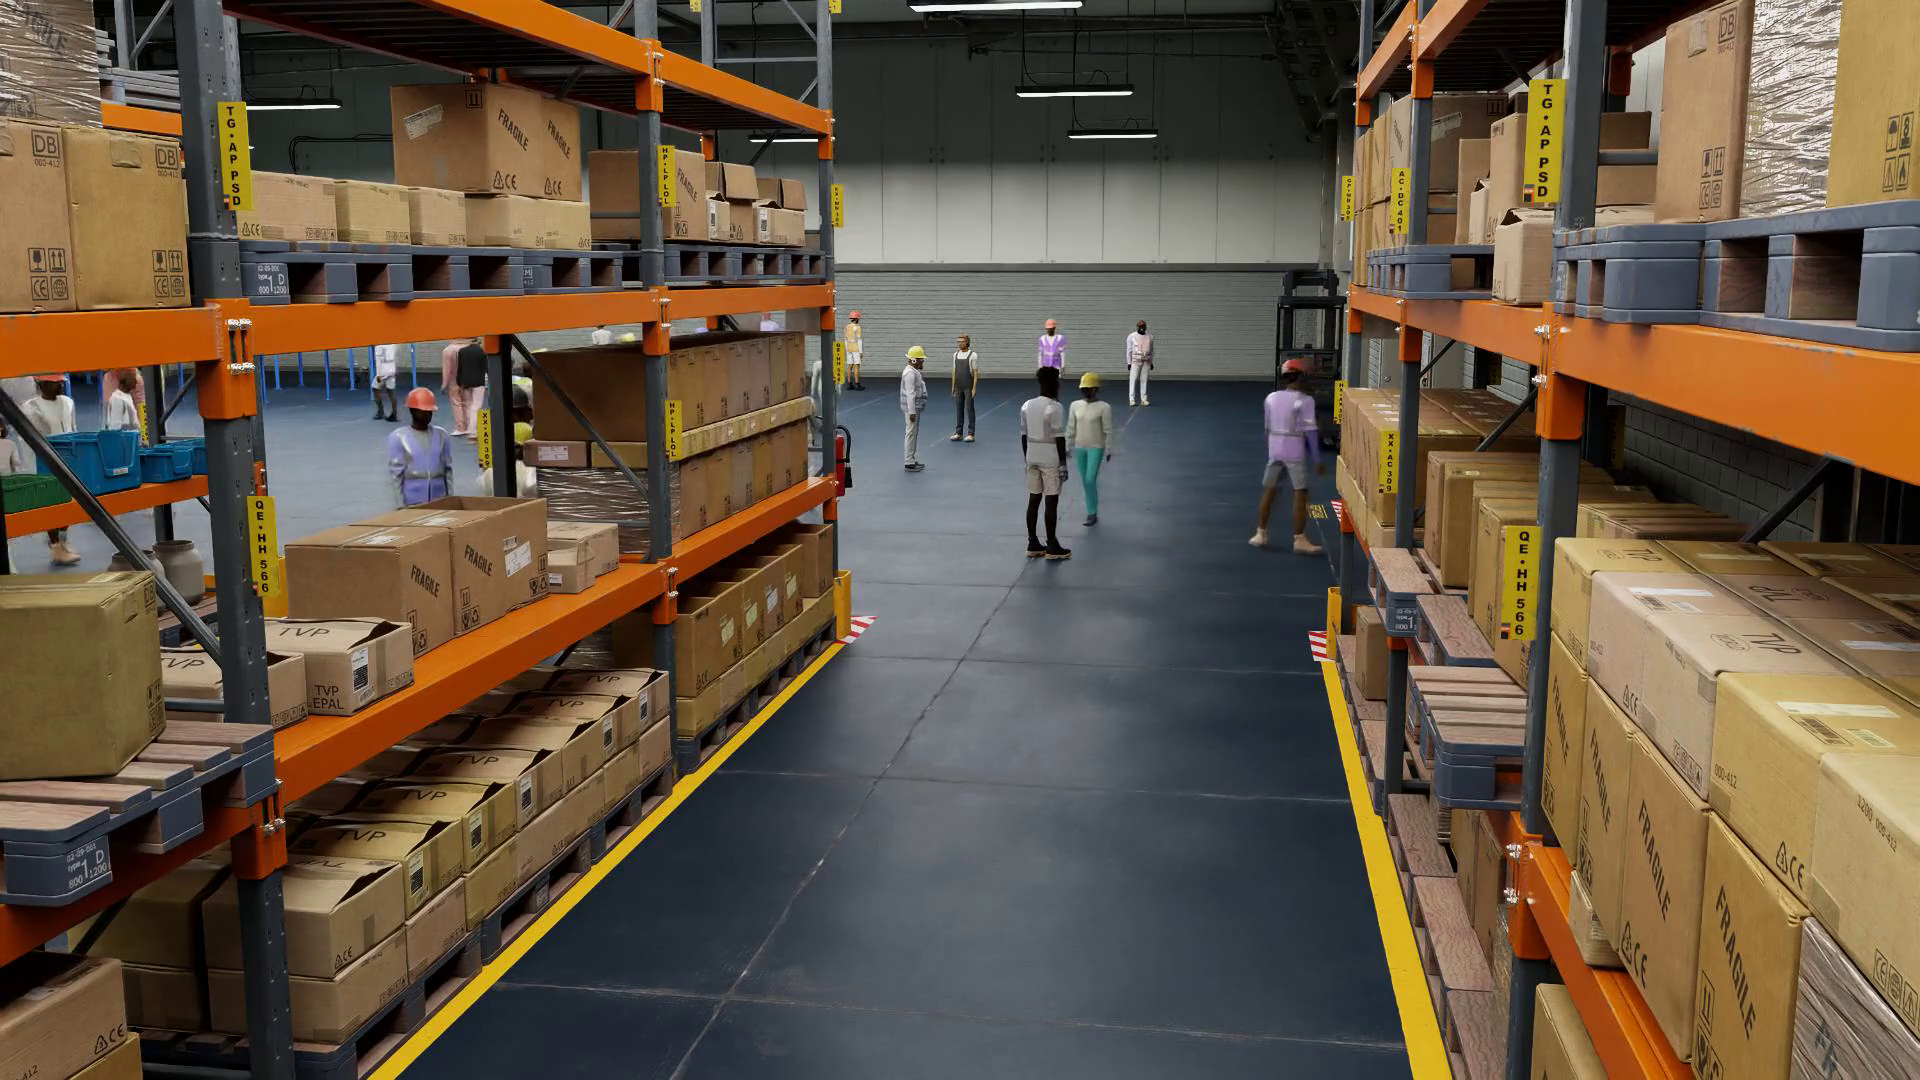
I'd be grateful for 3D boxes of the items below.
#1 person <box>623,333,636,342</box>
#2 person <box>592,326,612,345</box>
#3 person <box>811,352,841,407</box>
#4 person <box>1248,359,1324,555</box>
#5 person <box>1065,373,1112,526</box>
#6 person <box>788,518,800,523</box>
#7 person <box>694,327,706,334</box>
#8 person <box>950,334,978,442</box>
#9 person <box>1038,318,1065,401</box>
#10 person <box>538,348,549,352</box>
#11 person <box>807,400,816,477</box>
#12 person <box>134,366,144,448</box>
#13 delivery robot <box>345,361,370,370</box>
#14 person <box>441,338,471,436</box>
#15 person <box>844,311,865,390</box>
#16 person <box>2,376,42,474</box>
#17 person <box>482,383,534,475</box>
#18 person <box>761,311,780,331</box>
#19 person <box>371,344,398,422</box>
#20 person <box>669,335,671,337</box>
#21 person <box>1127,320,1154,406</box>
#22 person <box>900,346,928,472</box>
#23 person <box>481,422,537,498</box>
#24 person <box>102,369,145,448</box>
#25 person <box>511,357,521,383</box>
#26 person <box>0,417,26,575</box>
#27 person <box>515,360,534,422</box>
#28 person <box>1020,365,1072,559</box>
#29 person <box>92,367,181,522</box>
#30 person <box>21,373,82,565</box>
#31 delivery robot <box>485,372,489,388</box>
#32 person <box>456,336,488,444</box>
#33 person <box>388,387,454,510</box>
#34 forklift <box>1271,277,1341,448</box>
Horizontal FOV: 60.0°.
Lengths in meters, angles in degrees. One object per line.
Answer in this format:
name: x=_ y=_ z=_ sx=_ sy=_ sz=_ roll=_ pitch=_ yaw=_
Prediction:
person: x=-6.155 y=-2.992 z=31.130 sx=0.408 sy=1.748 sz=0.550 roll=-7 pitch=12 yaw=-37
person: x=-8.146 y=-4.131 z=37.820 sx=0.514 sy=1.872 sz=0.328 roll=-9 pitch=13 yaw=-43
person: x=-2.382 y=-2.659 z=29.611 sx=0.512 sy=1.589 sz=0.841 roll=-4 pitch=10 yaw=-23
person: x=3.462 y=-0.870 z=17.344 sx=0.437 sy=2.005 sz=0.902 roll=-8 pitch=12 yaw=-42
person: x=1.438 y=-1.035 z=19.125 sx=0.533 sy=1.745 sz=0.676 roll=7 pitch=11 yaw=36
person: x=-2.116 y=-0.921 z=17.835 sx=1.042 sy=1.946 sz=0.616 roll=-5 pitch=10 yaw=-28
person: x=-4.642 y=-2.925 z=30.331 sx=0.964 sy=1.908 sz=0.615 roll=-8 pitch=12 yaw=-42
person: x=0.070 y=-2.619 z=28.573 sx=0.512 sy=1.845 sz=0.340 roll=6 pitch=11 yaw=34
person: x=1.919 y=-3.694 z=34.964 sx=0.576 sy=1.920 sz=0.407 roll=1 pitch=9 yaw=8
person: x=-6.439 y=-2.083 z=25.588 sx=0.742 sy=1.746 sz=0.533 roll=6 pitch=11 yaw=31
person: x=-2.044 y=-1.224 z=20.742 sx=0.547 sy=1.591 sz=0.864 roll=-5 pitch=10 yaw=-28
person: x=-13.372 y=-2.415 z=27.366 sx=0.441 sy=1.830 sz=0.623 roll=-1 pitch=9 yaw=-9
delivery robot: x=-15.853 y=-4.586 z=43.714 sx=0.698 sy=0.223 sz=0.335 roll=4 pitch=10 yaw=25
person: x=-8.929 y=-2.810 z=29.575 sx=0.406 sy=1.907 sz=0.651 roll=6 pitch=11 yaw=34
person: x=-2.585 y=-4.655 z=40.840 sx=0.543 sy=1.939 sz=0.360 roll=8 pitch=12 yaw=42
person: x=-12.456 y=-1.567 z=22.131 sx=0.555 sy=1.826 sz=0.914 roll=-3 pitch=10 yaw=-16
person: x=-3.561 y=-0.229 z=13.358 sx=0.688 sy=2.000 sz=0.536 roll=3 pitch=10 yaw=16
person: x=-4.901 y=-4.910 z=42.543 sx=0.648 sy=1.900 sz=0.402 roll=1 pitch=9 yaw=6
person: x=-11.243 y=-3.269 z=32.359 sx=0.660 sy=1.912 sz=0.565 roll=4 pitch=10 yaw=24
person: x=-7.243 y=-4.456 z=40.550 sx=0.534 sy=1.624 sz=0.509 roll=1 pitch=9 yaw=9
person: x=3.933 y=-3.847 z=36.159 sx=0.623 sy=1.844 sz=0.430 roll=-3 pitch=10 yaw=-16
person: x=-0.672 y=-1.931 z=24.408 sx=0.403 sy=1.824 sz=0.596 roll=0 pitch=9 yaw=3
person: x=-3.287 y=0.032 z=12.365 sx=0.605 sy=1.804 sz=0.759 roll=3 pitch=10 yaw=19
person: x=-10.960 y=-1.544 z=21.749 sx=0.643 sy=1.910 sz=0.399 roll=4 pitch=10 yaw=22
person: x=-6.744 y=-1.914 z=24.806 sx=0.544 sy=1.649 sz=0.873 roll=-1 pitch=9 yaw=-5
person: x=-8.898 y=-0.382 z=15.503 sx=0.746 sy=1.602 sz=0.518 roll=3 pitch=10 yaw=19
person: x=-5.301 y=-1.350 z=20.774 sx=0.463 sy=1.838 sz=0.652 roll=-6 pitch=11 yaw=-35
person: x=0.877 y=-0.804 z=17.000 sx=0.368 sy=1.967 sz=0.600 roll=-8 pitch=12 yaw=-40
person: x=-9.676 y=-1.102 z=19.281 sx=0.983 sy=1.839 sz=0.584 roll=-4 pitch=10 yaw=-23
person: x=-8.980 y=-0.763 z=16.557 sx=0.419 sy=2.029 sz=0.645 roll=3 pitch=10 yaw=17
delivery robot: x=-11.463 y=-3.948 z=40.579 sx=0.477 sy=0.478 sz=0.707 roll=-1 pitch=9 yaw=-6
person: x=-8.187 y=-2.648 z=28.351 sx=0.657 sy=1.965 sz=0.781 roll=4 pitch=10 yaw=23
person: x=-4.591 y=-0.344 z=14.272 sx=0.566 sy=1.932 sz=0.414 roll=-7 pitch=12 yaw=-38
forklift: x=5.847 y=-3.016 z=27.970 sx=1.129 sy=2.768 sz=1.873 roll=1 pitch=9 yaw=9
